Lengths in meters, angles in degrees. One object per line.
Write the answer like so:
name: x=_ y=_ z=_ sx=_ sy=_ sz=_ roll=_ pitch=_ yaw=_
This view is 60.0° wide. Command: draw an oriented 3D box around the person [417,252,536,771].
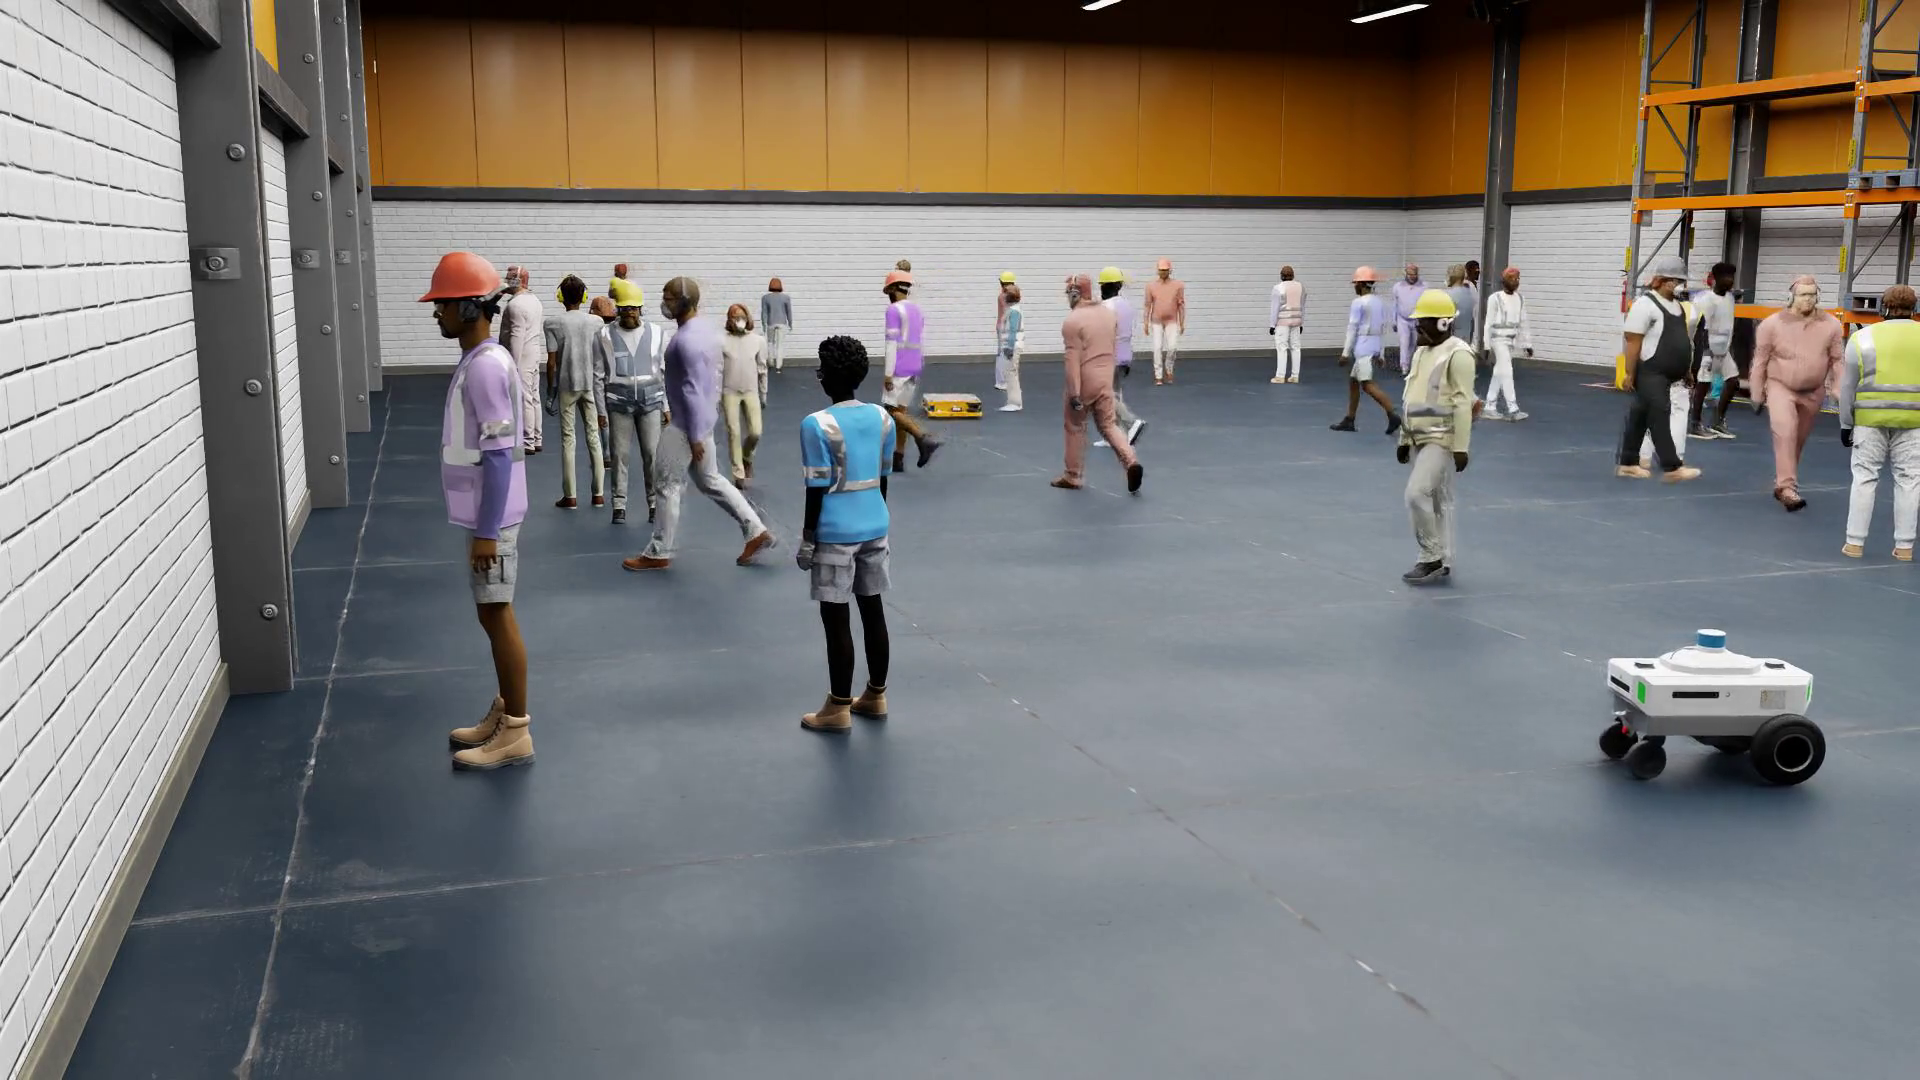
person: x=-1.914 y=-0.110 z=6.610 sx=0.379 sy=2.041 sz=0.616 roll=-3 pitch=10 yaw=-17

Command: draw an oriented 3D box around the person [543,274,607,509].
person: x=-3.073 y=-1.181 z=13.314 sx=0.513 sy=1.872 sz=0.328 roll=-5 pitch=11 yaw=-29

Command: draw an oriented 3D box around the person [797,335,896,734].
person: x=-0.491 y=-0.023 z=7.112 sx=0.319 sy=1.696 sz=0.532 roll=8 pitch=12 yaw=37

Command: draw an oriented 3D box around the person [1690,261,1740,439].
person: x=8.304 y=-2.057 z=18.147 sx=0.649 sy=1.943 sz=0.602 roll=-7 pitch=12 yaw=-34

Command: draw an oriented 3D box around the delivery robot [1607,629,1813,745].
delivery robot: x=2.941 y=0.596 z=6.550 sx=0.707 sy=0.478 sz=0.477 roll=0 pitch=9 yaw=-1

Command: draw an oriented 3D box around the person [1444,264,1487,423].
person: x=5.891 y=-2.291 z=19.610 sx=0.738 sy=1.919 sz=0.633 roll=9 pitch=13 yaw=42

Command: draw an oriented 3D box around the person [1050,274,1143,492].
person: x=1.151 y=-1.322 z=14.169 sx=0.664 sy=1.868 sz=0.859 roll=-8 pitch=13 yaw=-40

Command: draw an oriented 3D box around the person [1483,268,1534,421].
person: x=6.724 y=-2.364 z=20.203 sx=0.601 sy=1.849 sz=0.872 roll=-6 pitch=12 yaw=-32

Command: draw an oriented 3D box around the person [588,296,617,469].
person: x=-3.351 y=-1.485 z=15.755 sx=0.264 sy=1.632 sz=0.508 roll=5 pitch=11 yaw=26

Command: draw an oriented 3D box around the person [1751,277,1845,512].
person: x=6.709 y=-1.169 z=13.315 sx=0.639 sy=1.848 sz=1.034 roll=1 pitch=10 yaw=6

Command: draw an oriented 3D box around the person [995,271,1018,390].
person: x=0.698 y=-3.117 z=24.827 sx=0.325 sy=1.767 sz=0.533 roll=-1 pitch=10 yaw=-6

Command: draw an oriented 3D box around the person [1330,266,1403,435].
person: x=4.656 y=-2.136 z=18.774 sx=0.936 sy=1.903 sz=0.547 roll=8 pitch=13 yaw=39

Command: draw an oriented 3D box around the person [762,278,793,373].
person: x=-3.129 y=-3.684 z=28.547 sx=0.507 sy=1.612 sz=0.688 roll=0 pitch=10 yaw=1

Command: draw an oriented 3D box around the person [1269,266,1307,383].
person: x=5.131 y=-3.381 z=26.142 sx=0.624 sy=1.841 sz=0.430 roll=-4 pitch=11 yaw=-22

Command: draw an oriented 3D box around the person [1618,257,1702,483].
person: x=6.337 y=-1.528 z=14.830 sx=0.685 sy=2.000 sz=0.938 roll=-10 pitch=14 yaw=-44

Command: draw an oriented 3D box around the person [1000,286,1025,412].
person: x=0.676 y=-2.456 z=21.432 sx=0.319 sy=1.621 sz=0.557 roll=0 pitch=10 yaw=1

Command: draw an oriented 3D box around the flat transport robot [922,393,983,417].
flat transport robot: x=-0.110 y=-1.705 z=20.970 sx=0.652 sy=0.197 sz=1.431 roll=-1 pitch=10 yaw=-5

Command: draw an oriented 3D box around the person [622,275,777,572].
person: x=-1.674 y=-0.739 z=10.655 sx=0.951 sy=1.911 sz=0.628 roll=0 pitch=10 yaw=-1

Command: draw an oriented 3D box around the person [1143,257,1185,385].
person: x=3.136 y=-3.359 z=25.613 sx=0.647 sy=1.972 sz=0.457 roll=1 pitch=10 yaw=5

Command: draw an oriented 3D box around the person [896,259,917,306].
person: x=-0.833 y=-3.342 z=25.628 sx=0.376 sy=1.940 sz=0.629 roll=1 pitch=10 yaw=8

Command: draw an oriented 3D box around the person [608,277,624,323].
person: x=-4.518 y=-2.679 z=22.407 sx=0.492 sy=1.722 sz=0.641 roll=-10 pitch=14 yaw=-44

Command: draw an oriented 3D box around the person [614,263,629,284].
person: x=-5.707 y=-3.669 z=27.765 sx=0.717 sy=1.861 sz=0.580 roll=1 pitch=10 yaw=7

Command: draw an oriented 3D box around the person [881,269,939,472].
person: x=-0.485 y=-1.561 z=15.470 sx=0.673 sy=1.887 sz=0.620 roll=5 pitch=11 yaw=28

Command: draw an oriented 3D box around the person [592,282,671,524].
person: x=-2.468 y=-1.025 z=12.563 sx=0.586 sy=1.824 sz=0.404 roll=-3 pitch=10 yaw=-15

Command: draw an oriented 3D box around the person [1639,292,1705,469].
person: x=6.676 y=-1.586 z=15.741 sx=0.626 sy=1.844 sz=0.429 roll=2 pitch=10 yaw=9

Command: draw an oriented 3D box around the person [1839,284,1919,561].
person: x=6.194 y=-0.775 z=11.083 sx=0.624 sy=1.837 sz=0.429 roll=4 pitch=11 yaw=24

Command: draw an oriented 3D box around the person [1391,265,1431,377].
person: x=7.519 y=-3.658 z=27.729 sx=0.650 sy=1.860 sz=0.998 roll=2 pitch=10 yaw=12

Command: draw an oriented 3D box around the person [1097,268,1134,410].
person: x=1.986 y=-2.580 z=21.492 sx=0.561 sy=1.860 sz=0.395 roll=-6 pitch=11 yaw=-30

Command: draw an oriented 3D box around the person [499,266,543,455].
person: x=-4.458 y=-1.815 z=16.872 sx=0.409 sy=1.911 sz=0.649 roll=1 pitch=10 yaw=3

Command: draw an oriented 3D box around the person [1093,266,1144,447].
person: x=1.647 y=-1.879 z=17.265 sx=0.610 sy=1.910 sz=0.590 roll=8 pitch=13 yaw=39

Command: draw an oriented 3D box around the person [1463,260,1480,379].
person: x=8.252 y=-3.574 z=27.035 sx=0.384 sy=1.916 sz=0.596 roll=4 pitch=11 yaw=24

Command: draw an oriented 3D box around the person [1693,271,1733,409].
person: x=9.841 y=-2.611 z=21.709 sx=0.614 sy=1.821 sz=0.578 roll=-2 pitch=10 yaw=-11

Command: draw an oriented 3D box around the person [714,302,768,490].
person: x=-1.918 y=-1.250 z=14.443 sx=0.504 sy=1.621 sz=0.431 roll=-3 pitch=10 yaw=-18

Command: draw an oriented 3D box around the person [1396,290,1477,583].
person: x=2.857 y=-0.623 z=10.245 sx=0.538 sy=1.812 sz=0.617 roll=-2 pitch=10 yaw=-10
